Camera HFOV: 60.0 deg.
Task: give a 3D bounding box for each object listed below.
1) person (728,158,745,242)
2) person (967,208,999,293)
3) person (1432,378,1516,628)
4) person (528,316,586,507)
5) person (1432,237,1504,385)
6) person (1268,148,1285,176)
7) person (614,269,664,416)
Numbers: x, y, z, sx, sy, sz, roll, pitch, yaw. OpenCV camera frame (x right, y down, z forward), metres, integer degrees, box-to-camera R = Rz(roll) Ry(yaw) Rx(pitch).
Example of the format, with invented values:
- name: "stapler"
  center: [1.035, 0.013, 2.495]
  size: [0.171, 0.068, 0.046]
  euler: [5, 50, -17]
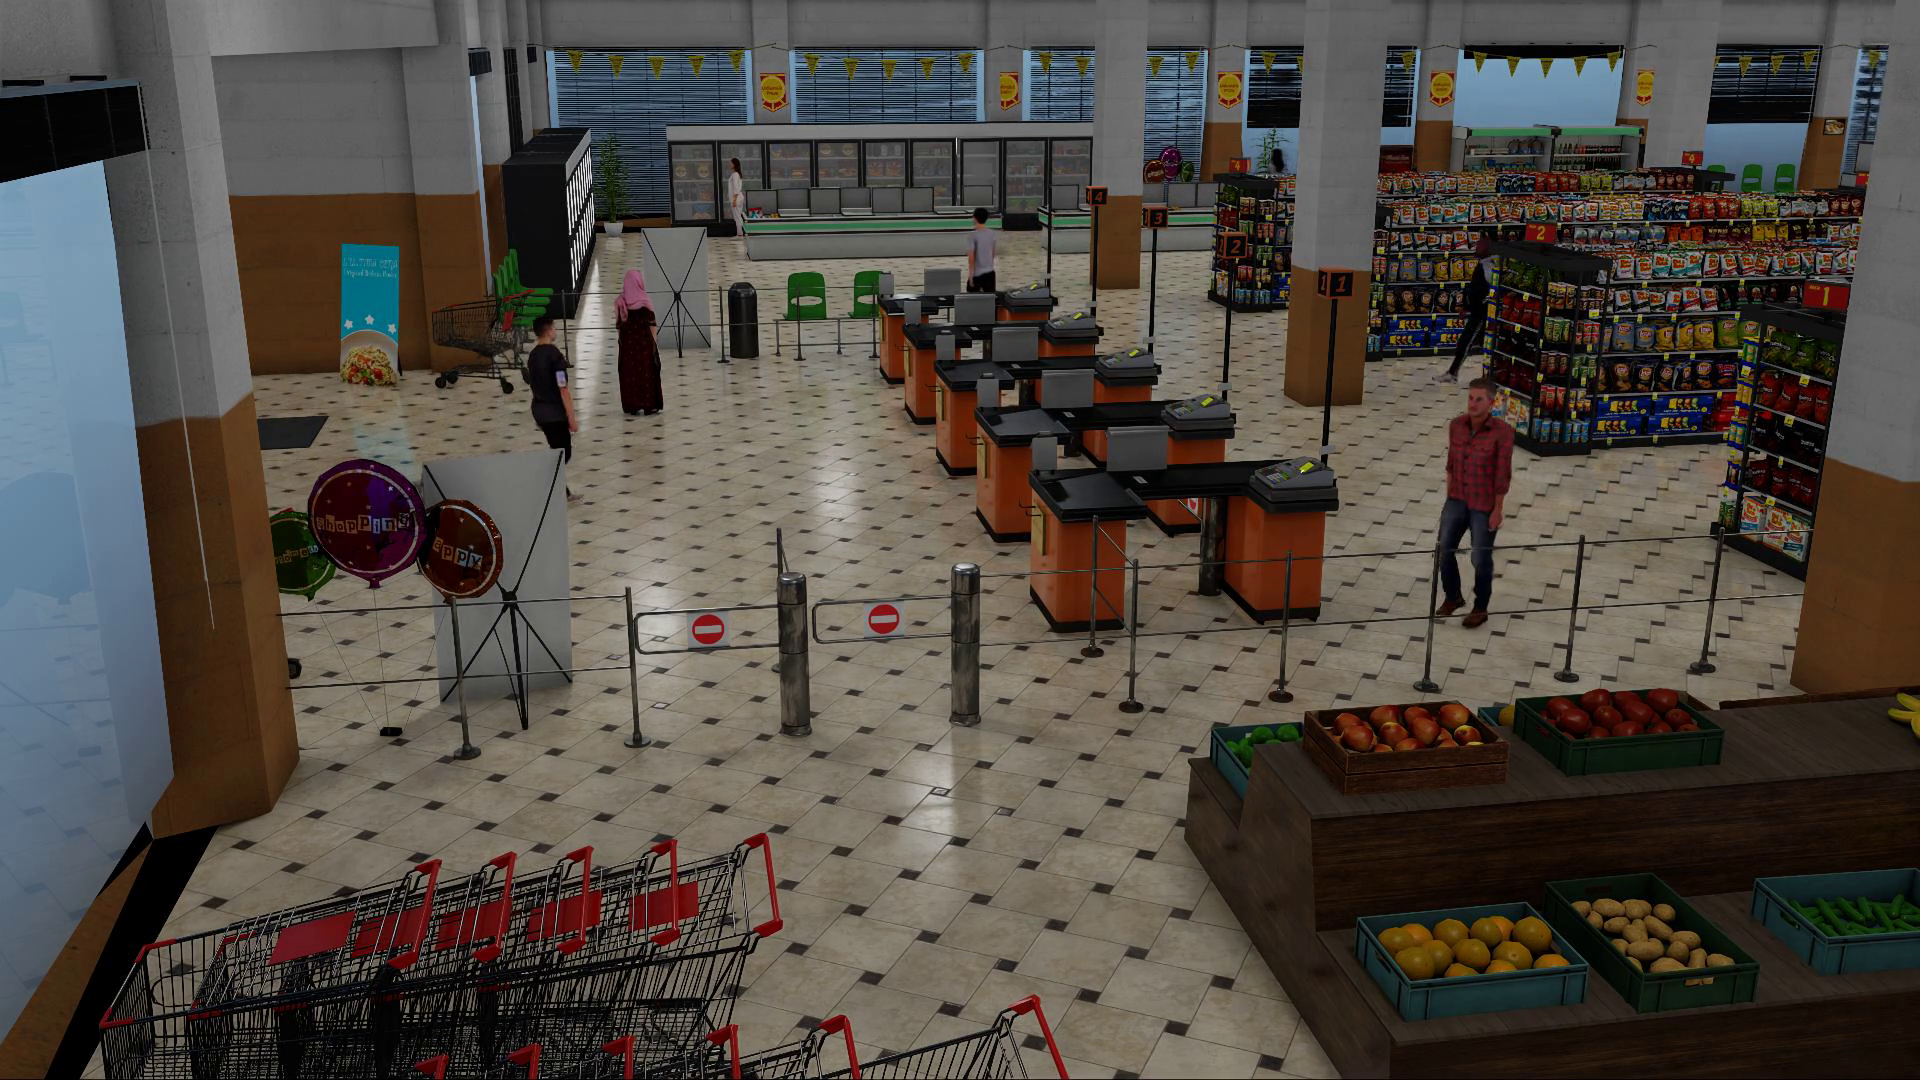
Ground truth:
- name: "person"
  center: [-4.649, -7.087, 34.600]
  size: [0.572, 1.688, 0.633]
  euler: [0, 17, -1]
- name: "person"
  center: [0.366, -3.607, 22.914]
  size: [1.215, 1.821, 1.013]
  euler: [-10, 20, -30]
- name: "person"
  center: [3.748, -0.215, 11.969]
  size: [0.833, 1.689, 0.868]
  euler: [16, 23, 42]
- name: "person"
  center: [-3.682, -1.079, 14.719]
  size: [1.086, 1.743, 0.943]
  euler: [-15, 23, -41]
- name: "person"
  center: [6.395, -2.743, 20.112]
  size: [1.244, 1.794, 0.989]
  euler: [5, 18, 15]
- name: "person"
  center: [7.009, -7.797, 36.857]
  size: [0.639, 1.735, 0.749]
  euler: [-15, 22, -40]
- name: "person"
  center: [-3.624, -2.222, 18.665]
  size: [0.670, 1.639, 0.803]
  euler: [3, 17, 11]
